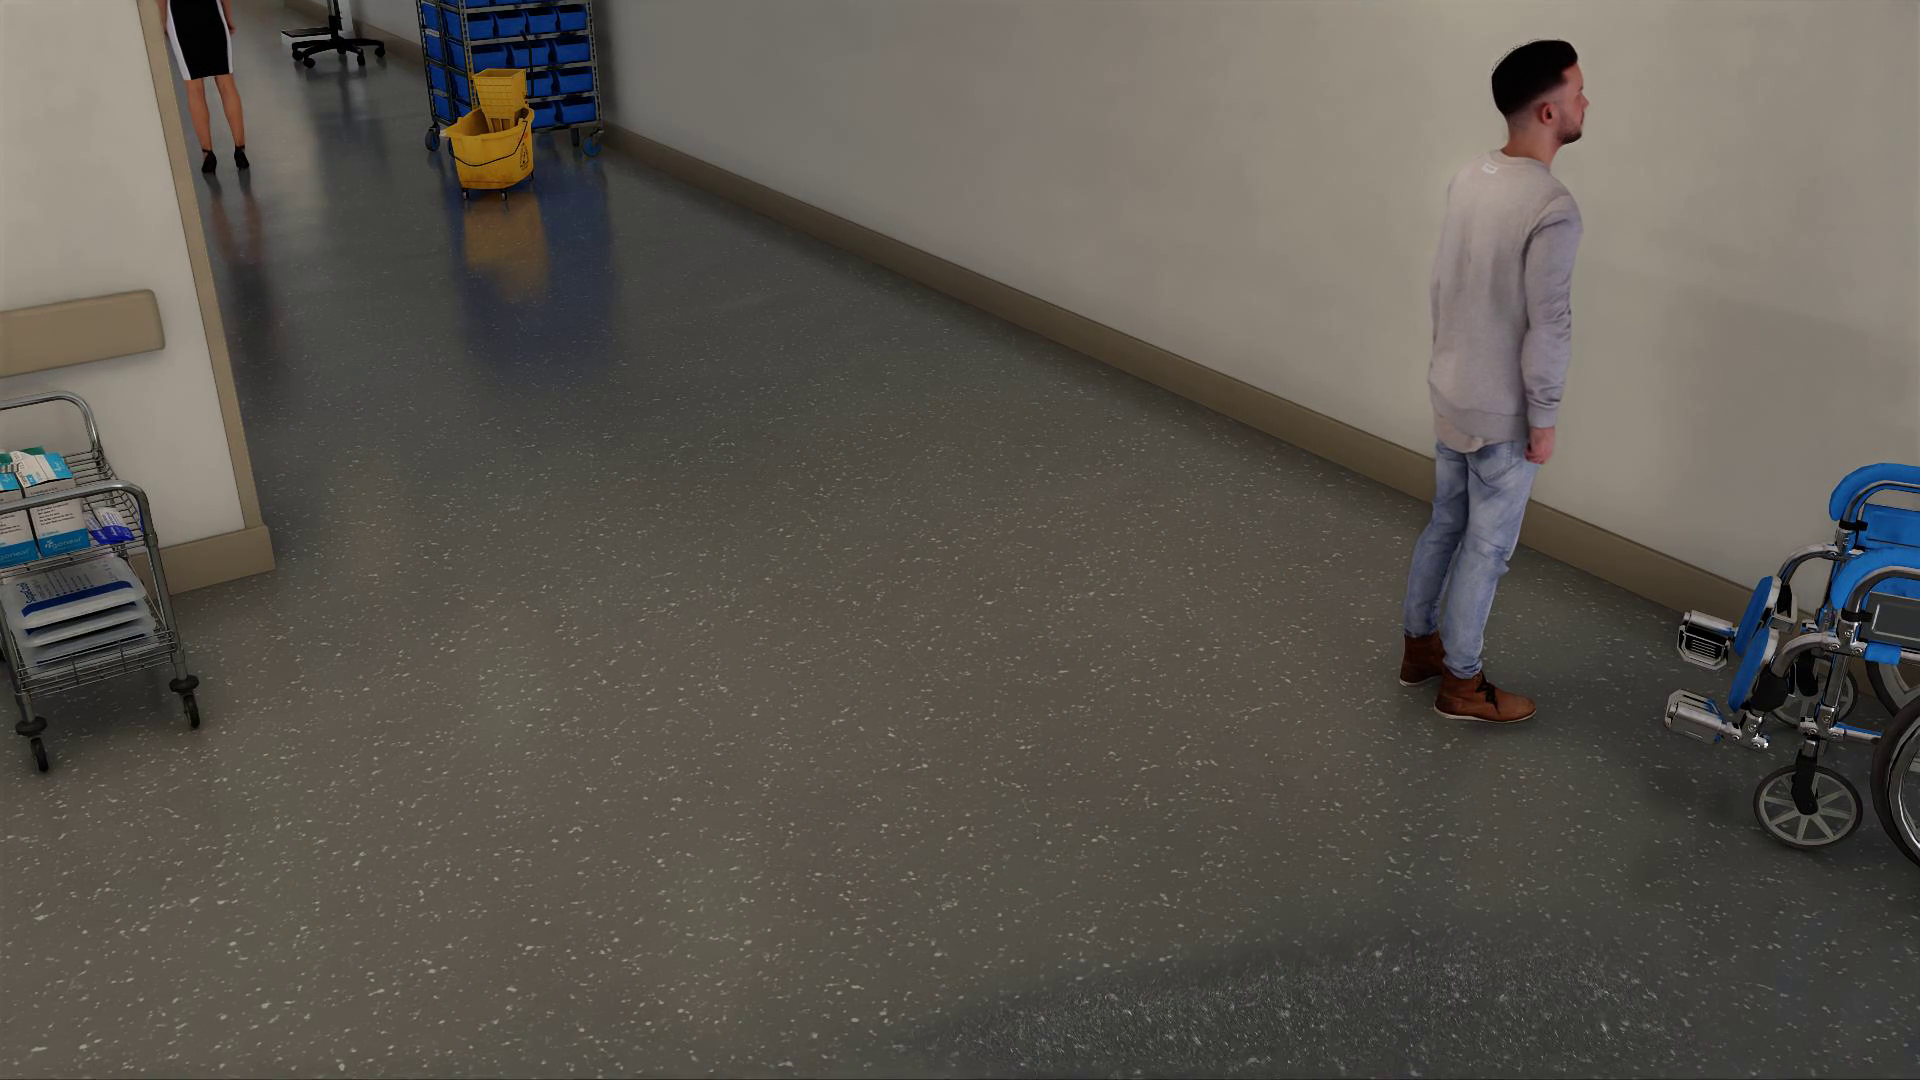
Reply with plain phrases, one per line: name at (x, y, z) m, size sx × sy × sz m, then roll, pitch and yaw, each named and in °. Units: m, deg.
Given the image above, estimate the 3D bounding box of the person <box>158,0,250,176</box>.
person at (-4.694, -3.169, 10.239) m, size 0.434 × 1.796 × 0.651 m, roll -15°, pitch 29°, yaw -27°

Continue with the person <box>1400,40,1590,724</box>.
person at (1.420, -0.393, 4.433) m, size 0.682 × 1.839 × 0.750 m, roll -7°, pitch 27°, yaw -13°
